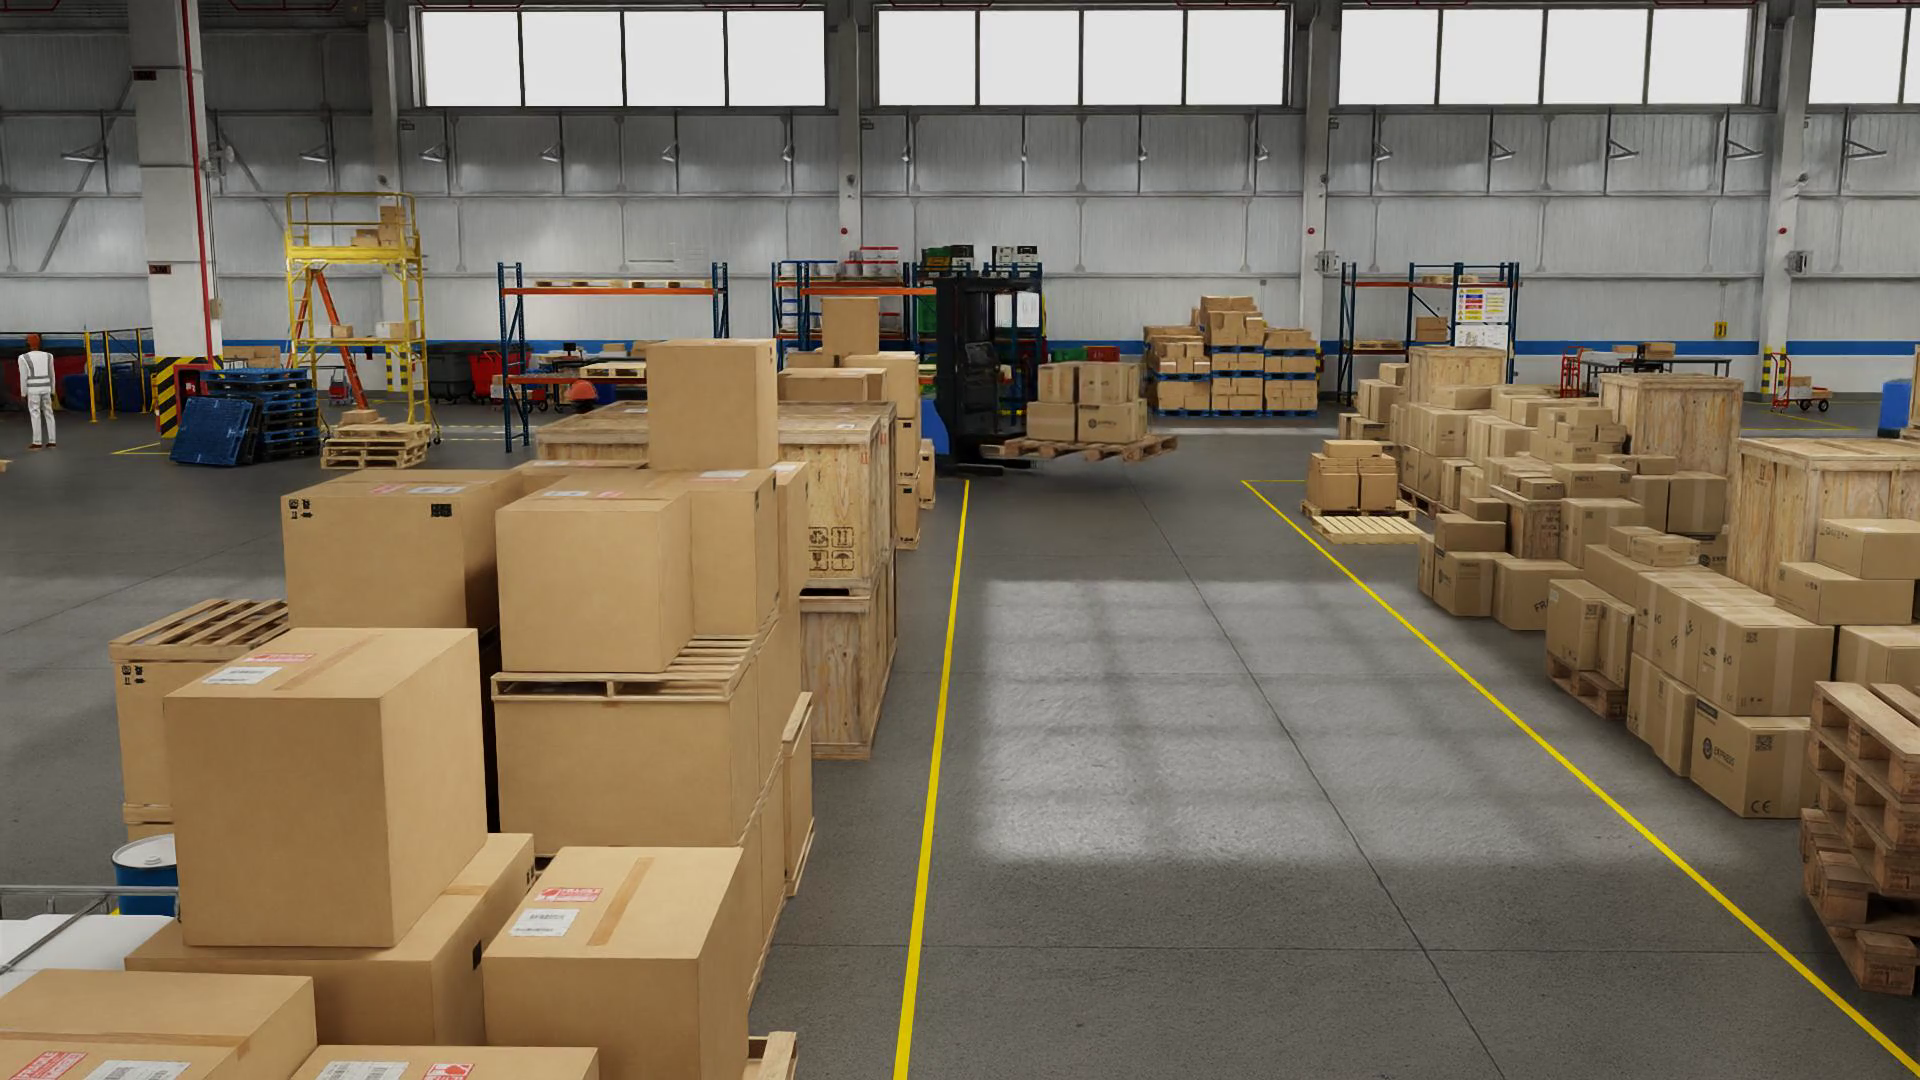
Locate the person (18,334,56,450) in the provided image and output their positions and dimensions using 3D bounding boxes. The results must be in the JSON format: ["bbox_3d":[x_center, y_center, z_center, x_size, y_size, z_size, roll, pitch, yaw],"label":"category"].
[{"bbox_3d":[-14.954,-2.396,26.969,0.353,1.883,0.578,5,11,29],"label":"person"}]

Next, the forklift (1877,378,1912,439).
[{"bbox_3d":[16.092,-2.879,26.879,1.873,2.768,1.129,9,13,43],"label":"forklift"}]

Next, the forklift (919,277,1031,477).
[{"bbox_3d":[-0.053,-2.386,23.928,1.873,2.768,1.129,4,10,25],"label":"forklift"}]

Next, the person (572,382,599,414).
[{"bbox_3d":[-3.527,-0.526,15.705,0.644,1.915,0.574,5,11,28],"label":"person"}]
